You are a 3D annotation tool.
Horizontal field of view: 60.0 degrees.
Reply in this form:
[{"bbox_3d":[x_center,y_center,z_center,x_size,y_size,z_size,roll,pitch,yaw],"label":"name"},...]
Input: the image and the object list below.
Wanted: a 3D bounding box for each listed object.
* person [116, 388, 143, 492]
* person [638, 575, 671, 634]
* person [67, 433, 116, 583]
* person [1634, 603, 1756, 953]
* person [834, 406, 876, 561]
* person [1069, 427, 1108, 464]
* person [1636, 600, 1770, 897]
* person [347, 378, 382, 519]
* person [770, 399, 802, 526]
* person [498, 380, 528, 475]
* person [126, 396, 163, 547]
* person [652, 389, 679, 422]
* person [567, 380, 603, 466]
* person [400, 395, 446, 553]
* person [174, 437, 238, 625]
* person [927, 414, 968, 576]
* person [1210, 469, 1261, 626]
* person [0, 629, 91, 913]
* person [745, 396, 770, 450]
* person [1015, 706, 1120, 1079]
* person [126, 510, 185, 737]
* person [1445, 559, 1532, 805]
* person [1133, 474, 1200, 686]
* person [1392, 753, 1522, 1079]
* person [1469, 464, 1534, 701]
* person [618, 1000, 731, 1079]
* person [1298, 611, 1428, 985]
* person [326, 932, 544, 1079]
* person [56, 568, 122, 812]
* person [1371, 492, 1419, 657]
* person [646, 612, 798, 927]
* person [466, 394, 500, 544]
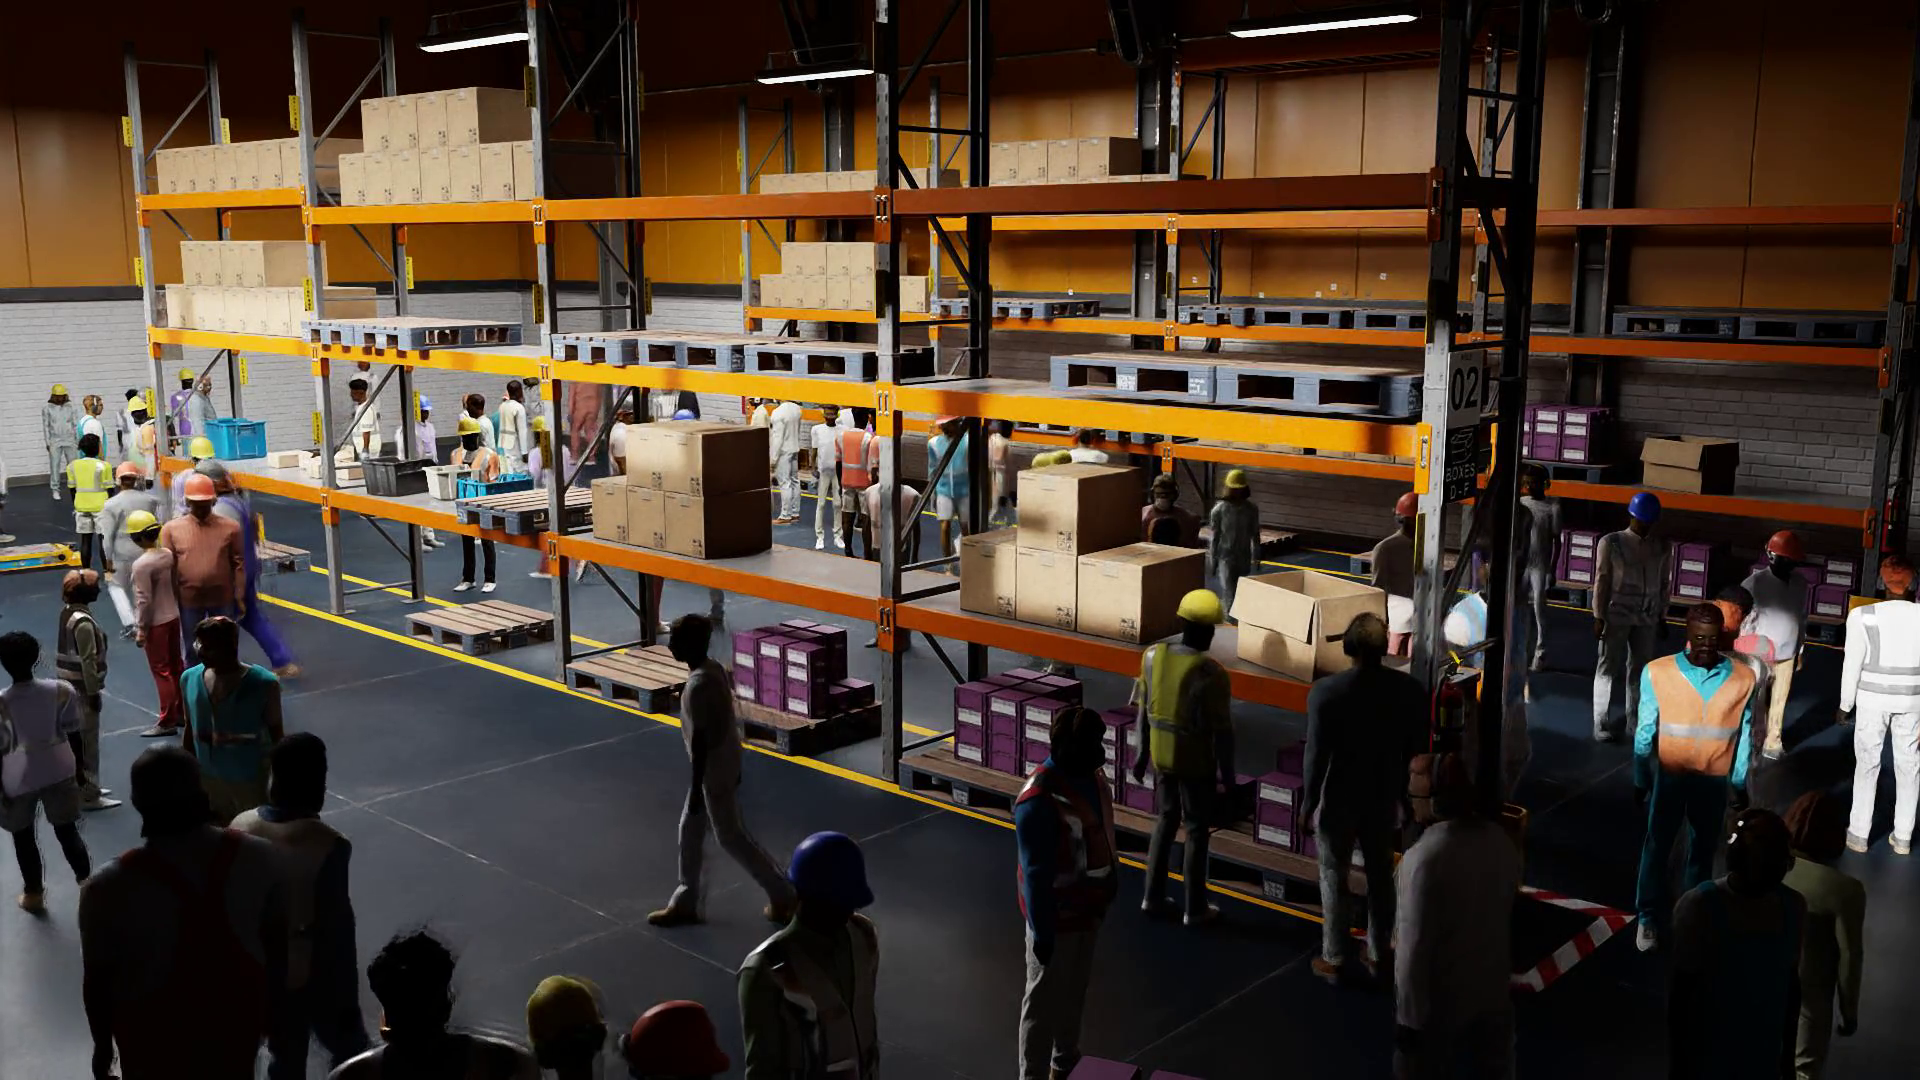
[{"bbox_3d":[-12.200,-1.408,24.670,0.537,1.682,0.365,-5,11,-26],"label":"person"},{"bbox_3d":[-3.003,-0.024,16.212,0.398,1.909,0.599,-6,12,-29],"label":"person"},{"bbox_3d":[-9.724,-0.352,18.663,0.564,1.691,0.326,1,10,5],"label":"person"},{"bbox_3d":[3.906,1.263,8.899,0.594,1.917,0.373,1,10,6],"label":"person"},{"bbox_3d":[-1.184,-0.659,19.628,0.612,1.963,0.363,6,11,29],"label":"person"},{"bbox_3d":[1.343,-0.366,18.448,0.568,1.790,0.940,0,10,2],"label":"person"},{"bbox_3d":[4.236,1.243,9.294,0.602,1.831,0.985,-3,10,-14],"label":"person"},{"bbox_3d":[-8.264,-1.274,23.151,0.394,1.958,0.599,-4,11,-21],"label":"person"},{"bbox_3d":[-2.372,-1.159,22.549,0.373,1.935,0.627,4,11,23],"label":"person"},{"bbox_3d":[-6.232,-1.272,23.253,0.398,1.916,0.597,-9,13,-40],"label":"person"},{"bbox_3d":[-10.189,-0.852,20.875,0.391,1.915,0.593,-5,11,-26],"label":"person"},{"bbox_3d":[-4.712,-1.767,26.855,0.538,1.622,0.396,-4,11,-23],"label":"person"},{"bbox_3d":[-6.531,-2.215,28.710,0.717,1.865,0.704,-9,13,-41],"label":"person"},{"bbox_3d":[-6.670,-0.827,20.626,0.384,1.949,0.603,2,10,13],"label":"person"},{"bbox_3d":[-7.416,-0.083,16.586,0.898,1.884,0.604,5,11,28],"label":"person"},{"bbox_3d":[-0.056,-0.566,18.989,0.632,2.011,0.838,1,10,8],"label":"person"},{"bbox_3d":[2.563,0.168,15.708,0.495,1.733,0.785,-3,10,-17],"label":"person"},{"bbox_3d":[-5.096,1.327,9.236,0.751,1.673,0.530,9,13,41],"label":"person"},{"bbox_3d":[-2.952,-1.380,24.350,0.354,1.737,0.575,-2,10,-10],"label":"person"},{"bbox_3d":[0.472,1.606,7.214,0.431,1.835,0.624,6,11,29],"label":"person"},{"bbox_3d":[-6.220,0.642,12.848,0.329,1.764,0.524,0,10,1],"label":"person"},{"bbox_3d":[3.387,1.012,10.588,0.655,1.820,0.562,-4,11,-20],"label":"person"},{"bbox_3d":[1.654,0.408,13.679,0.634,1.936,0.351,-1,10,-4],"label":"person"},{"bbox_3d":[1.935,1.739,6.376,0.759,1.865,0.809,-5,11,-25],"label":"person"},{"bbox_3d":[4.535,0.315,14.089,0.620,1.976,1.077,-3,10,-17],"label":"person"},{"bbox_3d":[-0.804,2.105,4.650,0.353,1.738,0.574,-4,11,-19],"label":"person"},{"bbox_3d":[2.061,1.318,8.532,0.640,1.938,0.371,-1,10,-7],"label":"person"},{"bbox_3d":[-1.429,2.019,4.530,0.634,1.942,0.624,0,10,-2],"label":"person"},{"bbox_3d":[-5.895,1.001,11.197,0.316,1.632,0.526,-8,13,-37],"label":"person"},{"bbox_3d":[3.304,0.619,12.358,0.621,1.986,0.409,-6,11,-29],"label":"person"},{"bbox_3d":[-1.291,1.272,9.186,0.857,1.812,0.504,-1,10,-5],"label":"person"},{"bbox_3d":[-6.062,-0.912,21.202,0.370,1.915,0.597,-3,11,-18],"label":"person"}]
